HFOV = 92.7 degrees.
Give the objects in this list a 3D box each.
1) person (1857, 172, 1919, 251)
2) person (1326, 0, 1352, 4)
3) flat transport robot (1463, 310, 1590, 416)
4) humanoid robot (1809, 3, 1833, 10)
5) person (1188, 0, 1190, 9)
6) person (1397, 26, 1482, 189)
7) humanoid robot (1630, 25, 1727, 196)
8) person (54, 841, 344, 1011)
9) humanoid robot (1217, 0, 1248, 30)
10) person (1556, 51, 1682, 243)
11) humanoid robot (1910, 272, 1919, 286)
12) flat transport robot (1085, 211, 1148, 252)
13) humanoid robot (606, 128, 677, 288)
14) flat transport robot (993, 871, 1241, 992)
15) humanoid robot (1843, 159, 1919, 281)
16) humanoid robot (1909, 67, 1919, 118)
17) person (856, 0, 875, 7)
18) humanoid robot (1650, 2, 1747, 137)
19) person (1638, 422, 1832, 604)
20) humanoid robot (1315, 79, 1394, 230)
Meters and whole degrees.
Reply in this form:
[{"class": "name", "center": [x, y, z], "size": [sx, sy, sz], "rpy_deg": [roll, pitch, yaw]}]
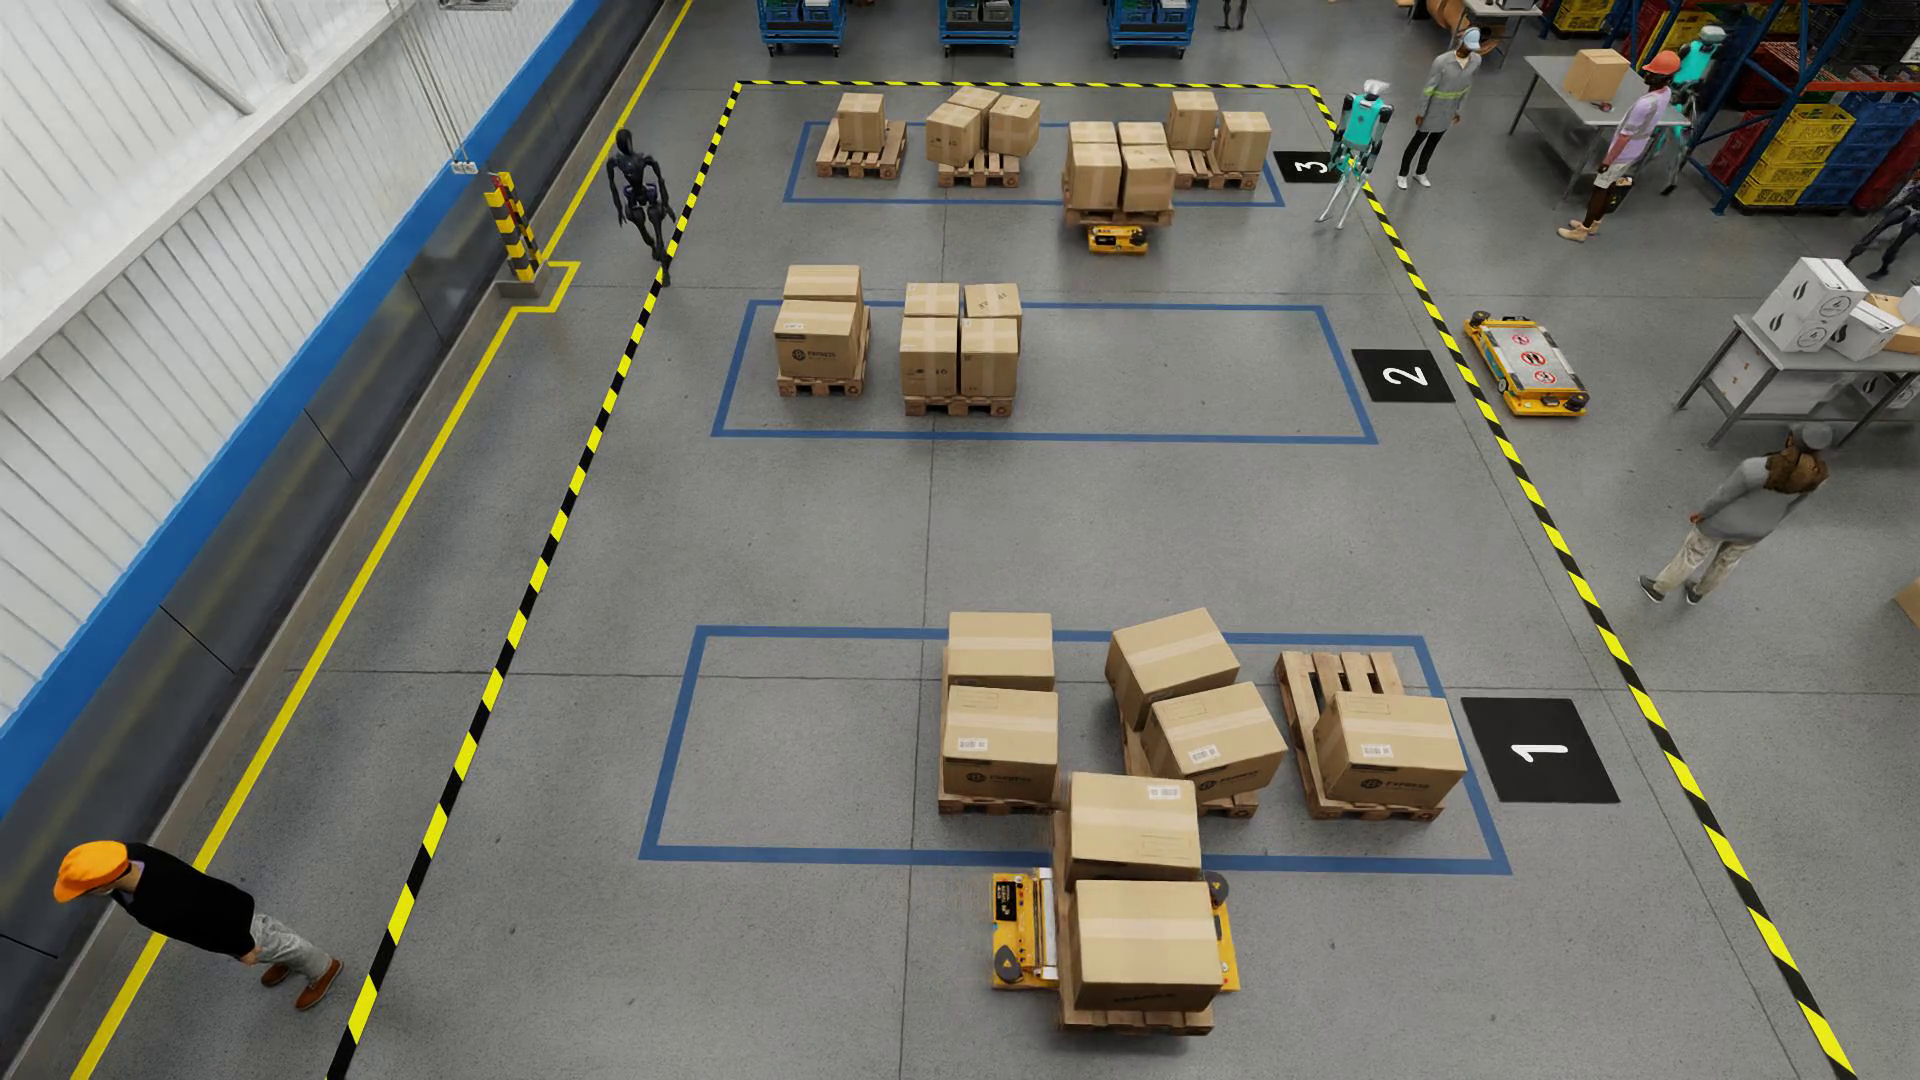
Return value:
[{"class": "person", "center": [10.642, -4.098, 9.986], "size": [0.433, 1.923, 0.686], "rpy_deg": [35, 57, 26]}, {"class": "person", "center": [6.484, -9.850, 15.019], "size": [0.622, 1.844, 0.431], "rpy_deg": [-12, 50, -11]}, {"class": "flat transport robot", "center": [5.573, -1.757, 9.054], "size": [0.659, 0.231, 1.431], "rpy_deg": [1, 49, 1]}, {"class": "humanoid robot", "center": [12.727, -8.135, 13.636], "size": [0.315, 1.653, 0.599], "rpy_deg": [-25, 54, -20]}, {"class": "person", "center": [3.640, -9.505, 14.662], "size": [0.489, 1.926, 0.649], "rpy_deg": [3, 49, 3]}, {"class": "person", "center": [5.726, -5.117, 10.916], "size": [0.589, 1.852, 0.381], "rpy_deg": [-7, 50, -6]}, {"class": "humanoid robot", "center": [8.662, -5.041, 10.944], "size": [0.550, 1.779, 0.952], "rpy_deg": [-3, 49, -3]}, {"class": "person", "center": [-3.869, 1.994, 4.742], "size": [0.586, 1.880, 0.388], "rpy_deg": [23, 53, 19]}, {"class": "humanoid robot", "center": [4.426, -8.873, 14.279], "size": [0.609, 1.638, 0.390], "rpy_deg": [-8, 50, -7]}, {"class": "person", "center": [7.254, -4.285, 10.080], "size": [0.605, 2.035, 0.406], "rpy_deg": [-33, 57, -25]}, {"class": "humanoid robot", "center": [10.569, -3.348, 9.395], "size": [0.533, 1.690, 0.741], "rpy_deg": [4, 49, 4]}, {"class": "flat transport robot", "center": [1.821, -3.900, 10.891], "size": [0.652, 0.197, 1.431], "rpy_deg": [1, 49, 1]}, {"class": "humanoid robot", "center": [-3.352, -3.590, 9.740], "size": [0.601, 1.638, 0.752], "rpy_deg": [-7, 49, -6]}, {"class": "flat transport robot", "center": [0.917, 2.328, 5.500], "size": [1.431, 0.197, 0.652], "rpy_deg": [1, 49, 1]}, {"class": "humanoid robot", "center": [10.010, -3.463, 9.620], "size": [0.610, 1.644, 0.608], "rpy_deg": [-13, 50, -11]}, {"class": "humanoid robot", "center": [12.324, -5.698, 11.547], "size": [0.743, 1.851, 0.562], "rpy_deg": [-5, 49, -5]}, {"class": "person", "center": [-1.576, -9.764, 14.881], "size": [0.372, 1.940, 0.630], "rpy_deg": [2, 49, 1]}, {"class": "humanoid robot", "center": [9.642, -6.045, 11.866], "size": [0.783, 1.624, 0.599], "rpy_deg": [2, 49, 2]}, {"class": "person", "center": [5.656, -0.152, 6.671], "size": [0.564, 1.769, 0.395], "rpy_deg": [7, 49, 6]}, {"class": "humanoid robot", "center": [4.465, -4.336, 10.226], "size": [0.533, 1.677, 0.735], "rpy_deg": [34, 57, 26]}]
